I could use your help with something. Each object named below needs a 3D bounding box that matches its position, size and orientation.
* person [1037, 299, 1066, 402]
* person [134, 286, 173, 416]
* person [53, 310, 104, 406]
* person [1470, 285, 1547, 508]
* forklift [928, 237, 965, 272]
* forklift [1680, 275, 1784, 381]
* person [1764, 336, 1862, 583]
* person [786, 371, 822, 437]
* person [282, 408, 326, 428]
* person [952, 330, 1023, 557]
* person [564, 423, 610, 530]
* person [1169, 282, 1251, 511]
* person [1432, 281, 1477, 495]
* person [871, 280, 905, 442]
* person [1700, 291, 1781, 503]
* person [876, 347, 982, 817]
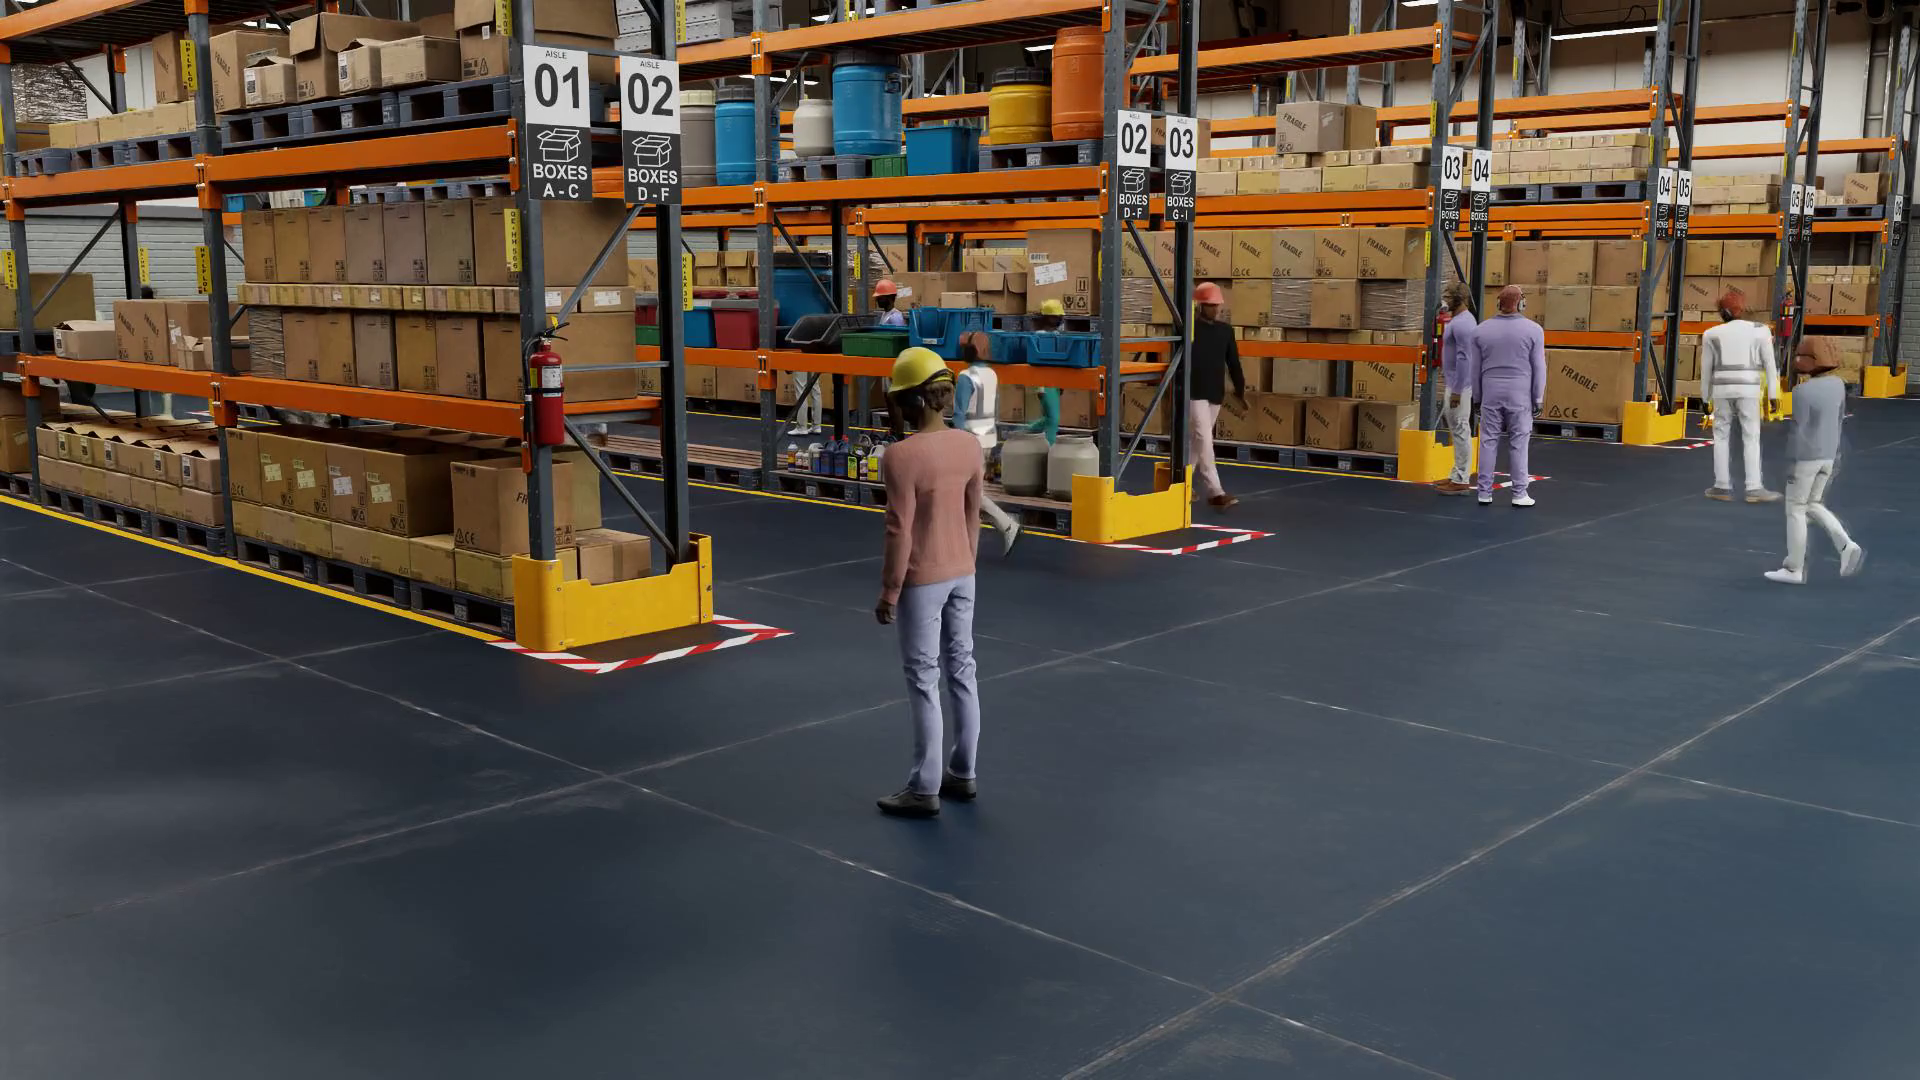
[{"bbox_3d":[0.845,-1.602,17.082,0.649,1.748,0.526,3,10,20],"label":"person"},{"bbox_3d":[-10.428,-2.346,21.405,0.930,1.823,0.545,7,12,37],"label":"person"},{"bbox_3d":[-9.922,-1.983,18.834,1.019,1.938,0.611,8,12,39],"label":"person"},{"bbox_3d":[4.752,-1.246,14.416,0.641,1.913,0.407,6,11,33],"label":"person"},{"bbox_3d":[-0.326,-5.817,39.609,1.129,2.768,1.873,9,13,43],"label":"forklift"},{"bbox_3d":[12.480,-3.427,27.053,1.214,2.155,2.313,9,13,43],"label":"forklift"},{"bbox_3d":[5.559,-0.510,10.776,0.520,1.618,0.495,-5,11,-29],"label":"person"},{"bbox_3d":[-1.923,-2.246,20.501,0.374,1.923,0.595,8,12,42],"label":"person"},{"bbox_3d":[-6.689,-1.618,16.982,0.423,1.818,0.592,8,12,41],"label":"person"},{"bbox_3d":[0.148,-0.665,11.715,0.623,1.621,0.522,4,10,24],"label":"person"},{"bbox_3d":[-2.904,-0.863,12.440,0.948,1.781,0.617,8,12,41],"label":"person"},{"bbox_3d":[2.129,-1.249,14.380,0.626,1.941,1.046,-6,11,-32],"label":"person"},{"bbox_3d":[4.546,-1.387,15.200,0.371,1.939,0.629,3,10,16],"label":"person"},{"bbox_3d":[-0.820,-2.003,19.025,0.382,1.930,0.540,-2,9,-13],"label":"person"},{"bbox_3d":[6.962,-1.269,14.770,0.751,1.851,0.389,5,11,29],"label":"person"},{"bbox_3d":[-0.124,0.156,6.291,0.320,1.762,0.522,7,12,38],"label":"person"}]
